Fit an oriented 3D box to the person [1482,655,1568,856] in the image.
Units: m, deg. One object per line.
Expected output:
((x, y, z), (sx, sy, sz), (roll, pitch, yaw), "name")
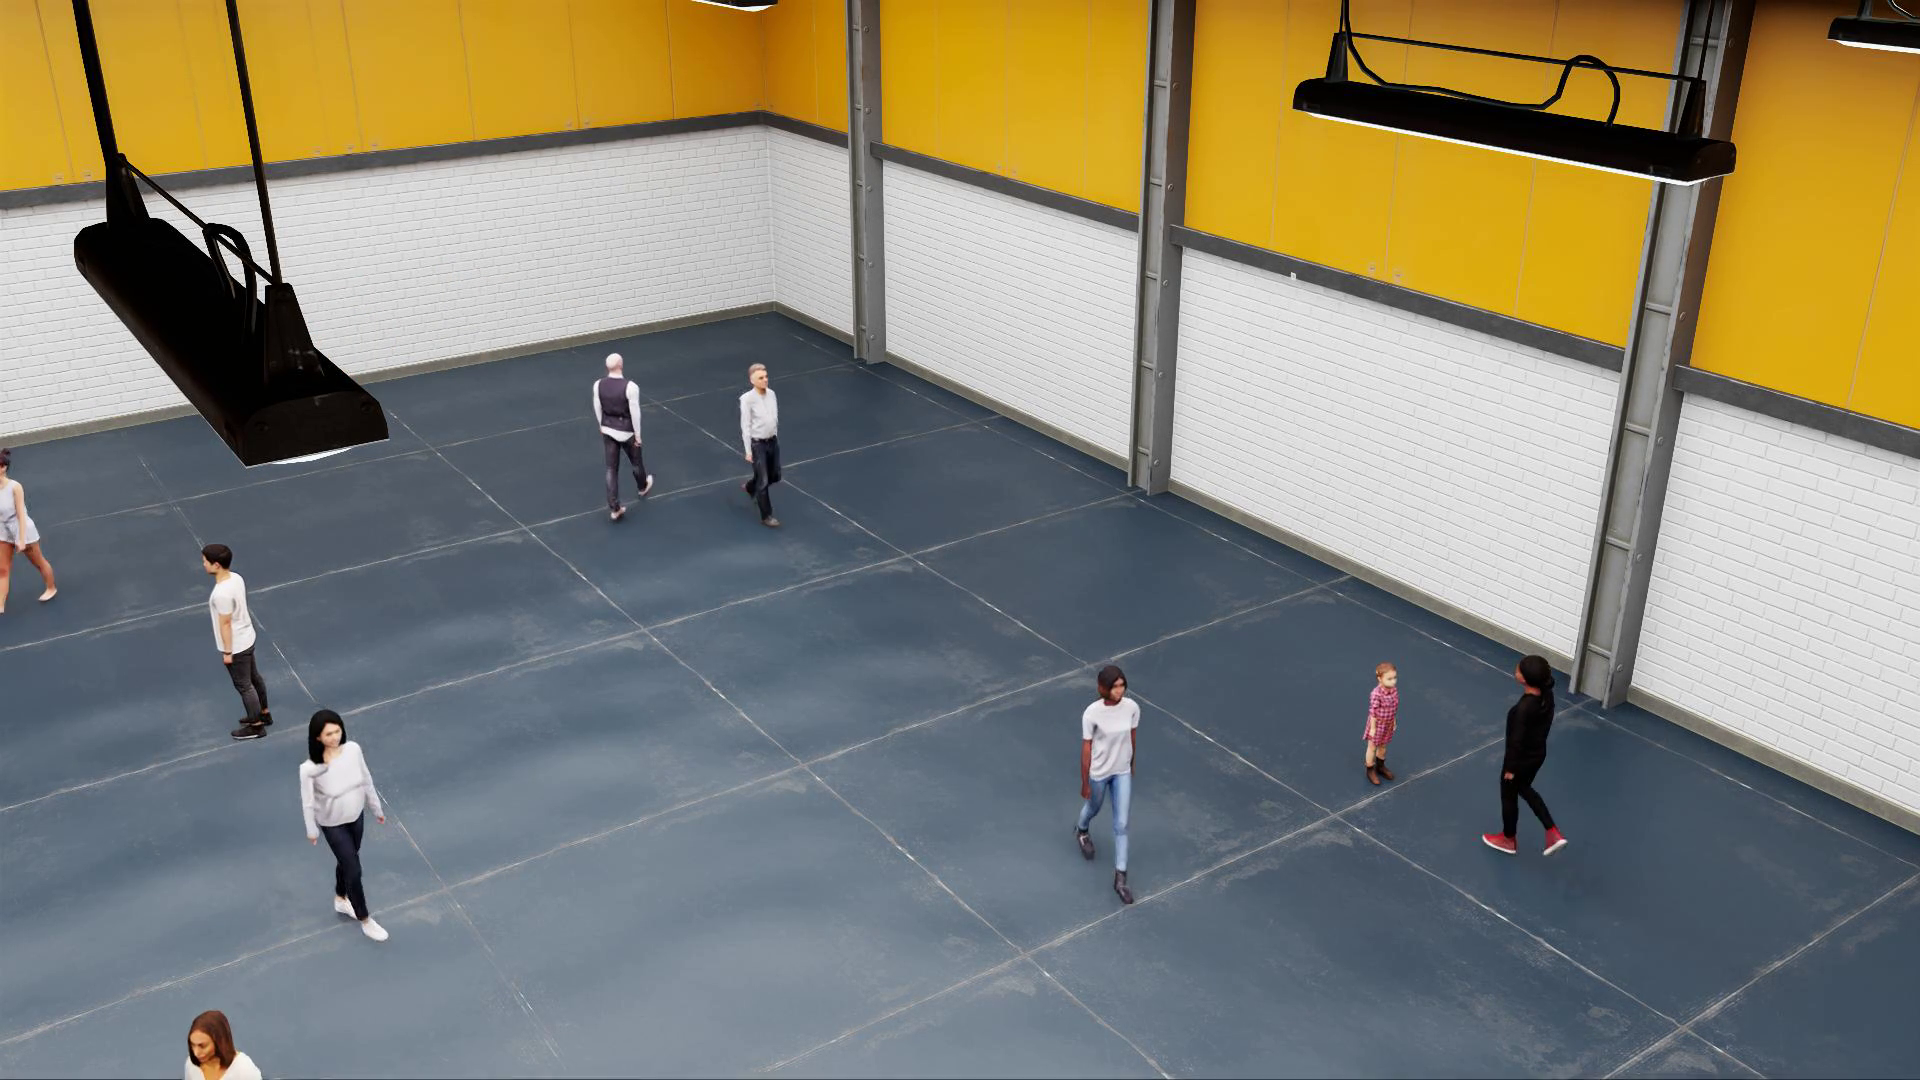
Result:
((4.146, 1.603, 11.992), (0.648, 1.658, 0.869), (-17, 29, -34), "person")

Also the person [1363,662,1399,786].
((3.348, 1.428, 13.186), (0.431, 1.022, 0.446), (-14, 27, -29), "person")

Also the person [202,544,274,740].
((-5.954, 0.820, 13.709), (0.744, 1.718, 0.605), (-5, 24, -10), "person")

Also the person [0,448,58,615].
((-9.008, -0.102, 15.992), (1.017, 1.578, 1.045), (5, 24, 12), "person")

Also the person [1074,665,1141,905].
((1.015, 1.651, 11.859), (0.859, 1.677, 1.219), (-7, 25, -15), "person")

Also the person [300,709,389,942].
((-4.267, 1.880, 11.337), (0.973, 1.675, 0.818), (13, 27, 28), "person")

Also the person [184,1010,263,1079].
((-3.670, 3.072, 8.618), (0.725, 1.669, 0.818), (9, 25, 20), "person")

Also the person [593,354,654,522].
((-3.718, -1.080, 17.985), (1.209, 1.775, 1.263), (4, 24, 10), "person")

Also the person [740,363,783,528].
((-2.176, -1.044, 17.863), (0.948, 1.806, 0.751), (21, 31, 40), "person")
